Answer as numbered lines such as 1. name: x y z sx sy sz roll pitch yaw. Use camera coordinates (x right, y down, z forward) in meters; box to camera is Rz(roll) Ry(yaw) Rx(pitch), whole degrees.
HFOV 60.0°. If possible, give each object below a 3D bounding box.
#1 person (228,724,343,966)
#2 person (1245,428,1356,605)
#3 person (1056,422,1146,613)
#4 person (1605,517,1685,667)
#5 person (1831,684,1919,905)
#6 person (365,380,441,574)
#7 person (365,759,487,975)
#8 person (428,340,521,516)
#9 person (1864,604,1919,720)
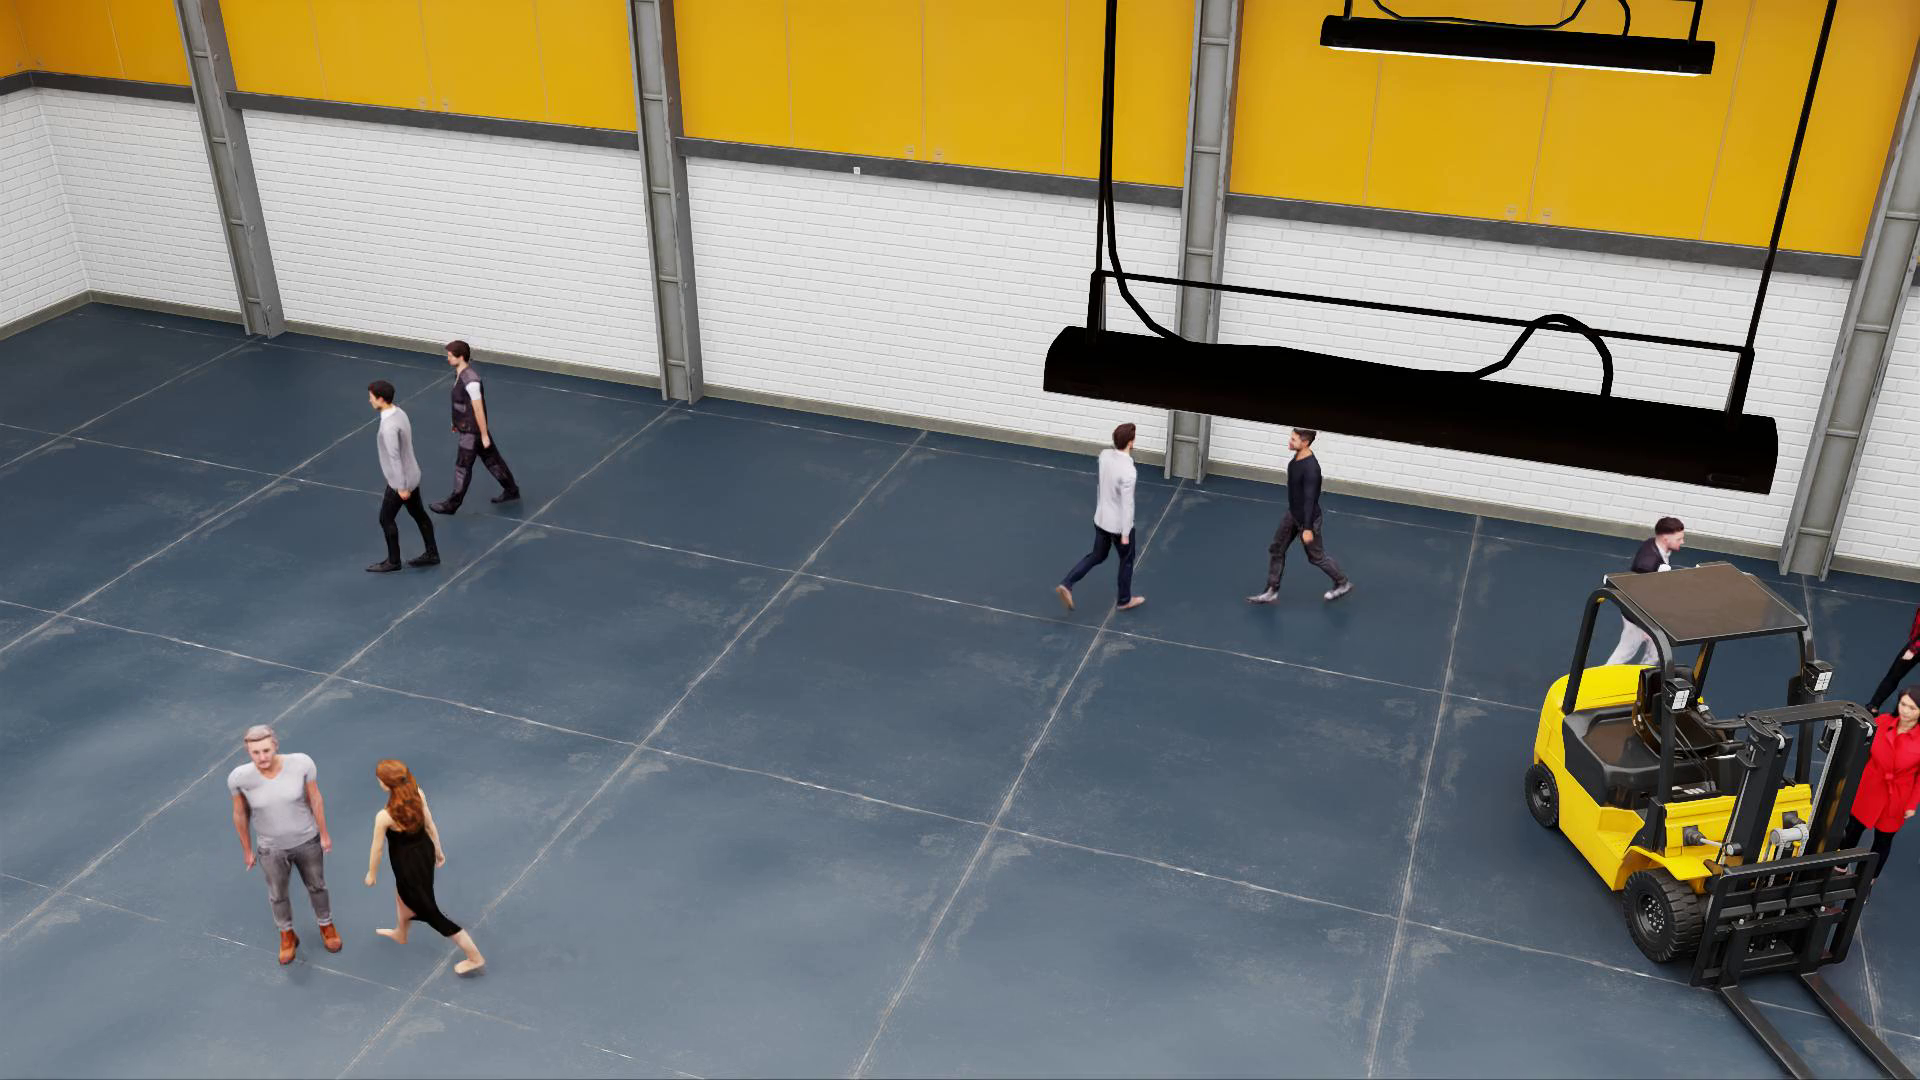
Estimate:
1. person: -4.417 1.953 10.917 0.746 1.828 0.807 -12 31 -22
2. person: 3.162 -0.190 14.857 1.308 1.817 1.061 -4 29 -7
3. person: 1.284 -0.145 14.774 1.146 1.817 1.129 -15 32 -25
4. person: 5.405 0.576 13.457 0.850 1.814 0.795 18 33 29
5. person: 6.333 1.737 11.398 0.782 1.747 0.696 -23 36 -36
6. person: -5.105 -0.587 15.495 1.068 1.903 0.982 -4 29 -7
7. person: -3.468 2.158 10.806 1.119 1.574 0.585 10 30 18
8. person: -4.757 -1.120 16.577 1.220 1.803 1.170 -13 31 -23
9. person: 7.725 0.886 13.096 1.040 1.614 0.619 8 30 15
